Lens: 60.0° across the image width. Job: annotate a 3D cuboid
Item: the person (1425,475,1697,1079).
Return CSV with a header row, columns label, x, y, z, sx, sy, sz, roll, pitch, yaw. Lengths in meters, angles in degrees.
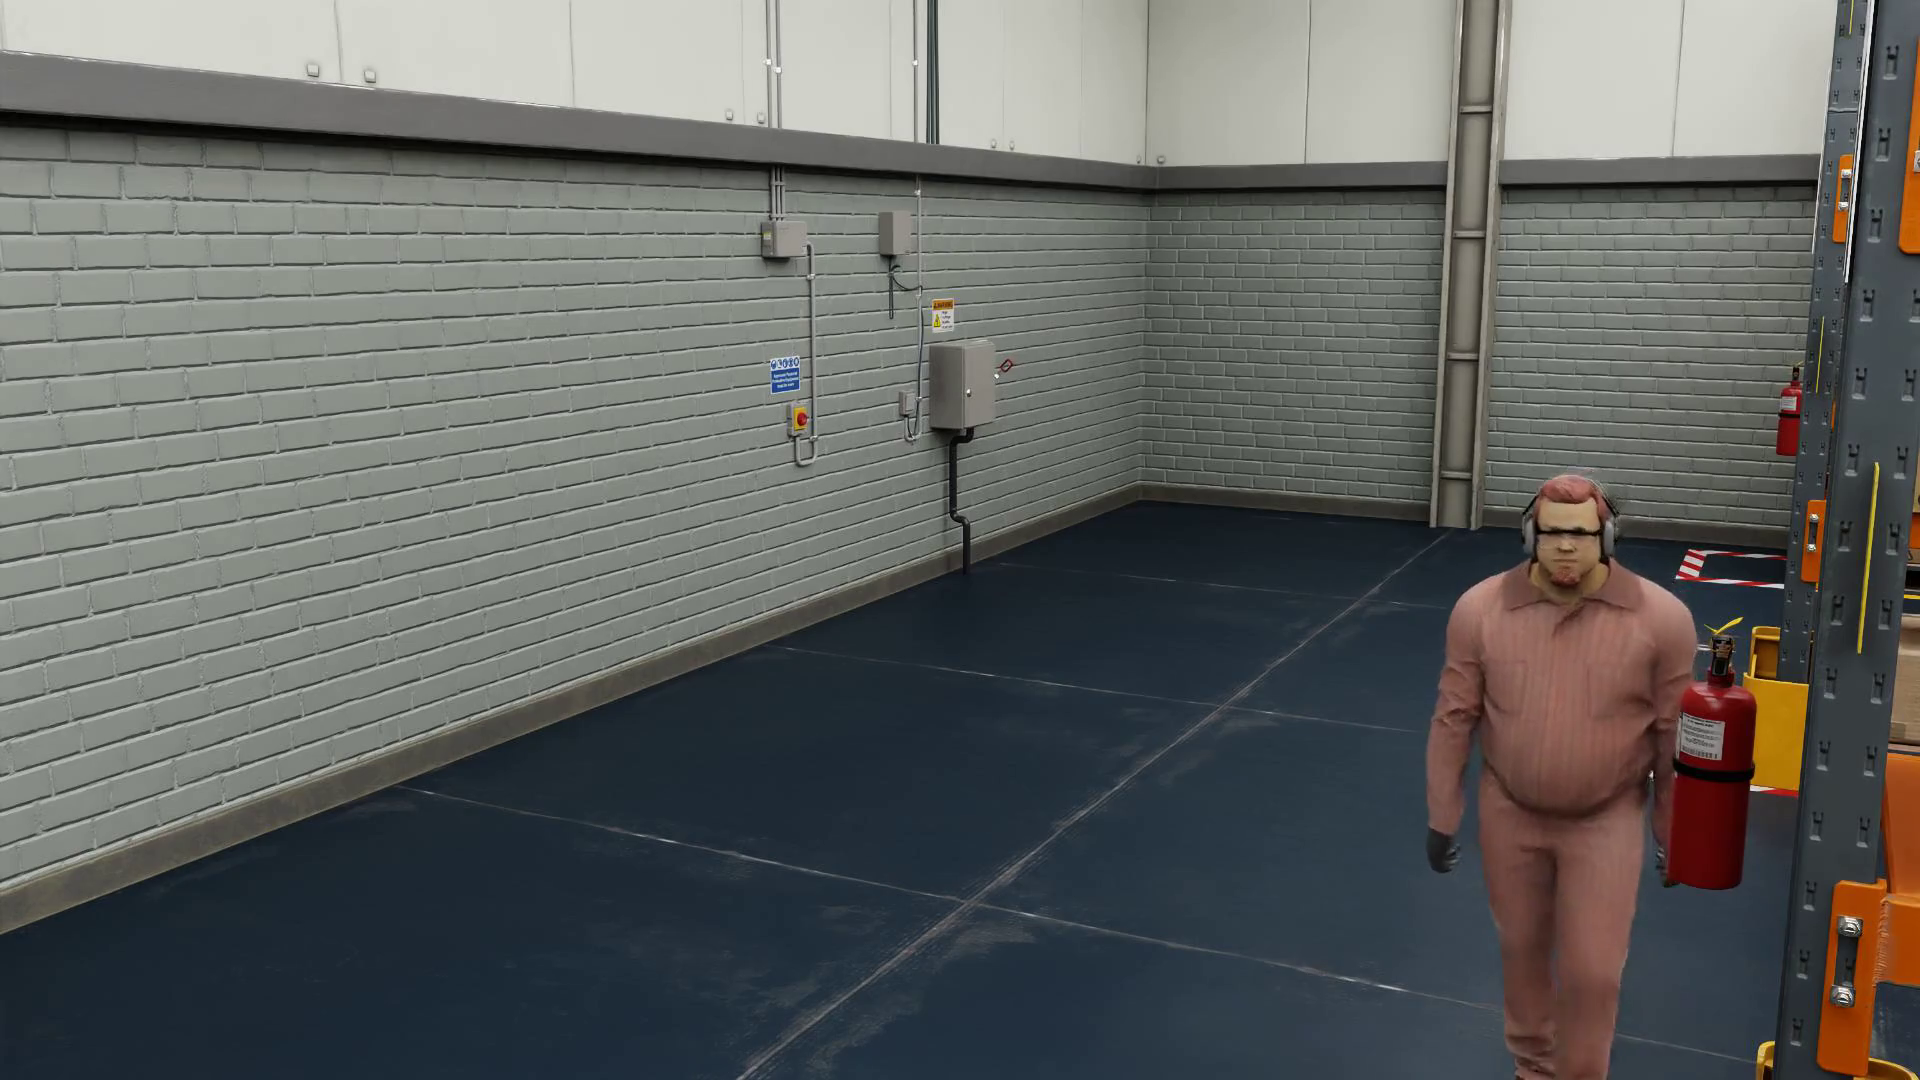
label,x,y,z,sx,sy,sz,roll,pitch,yaw
person,1.570,0.772,4.445,0.684,1.881,0.767,6,12,29
